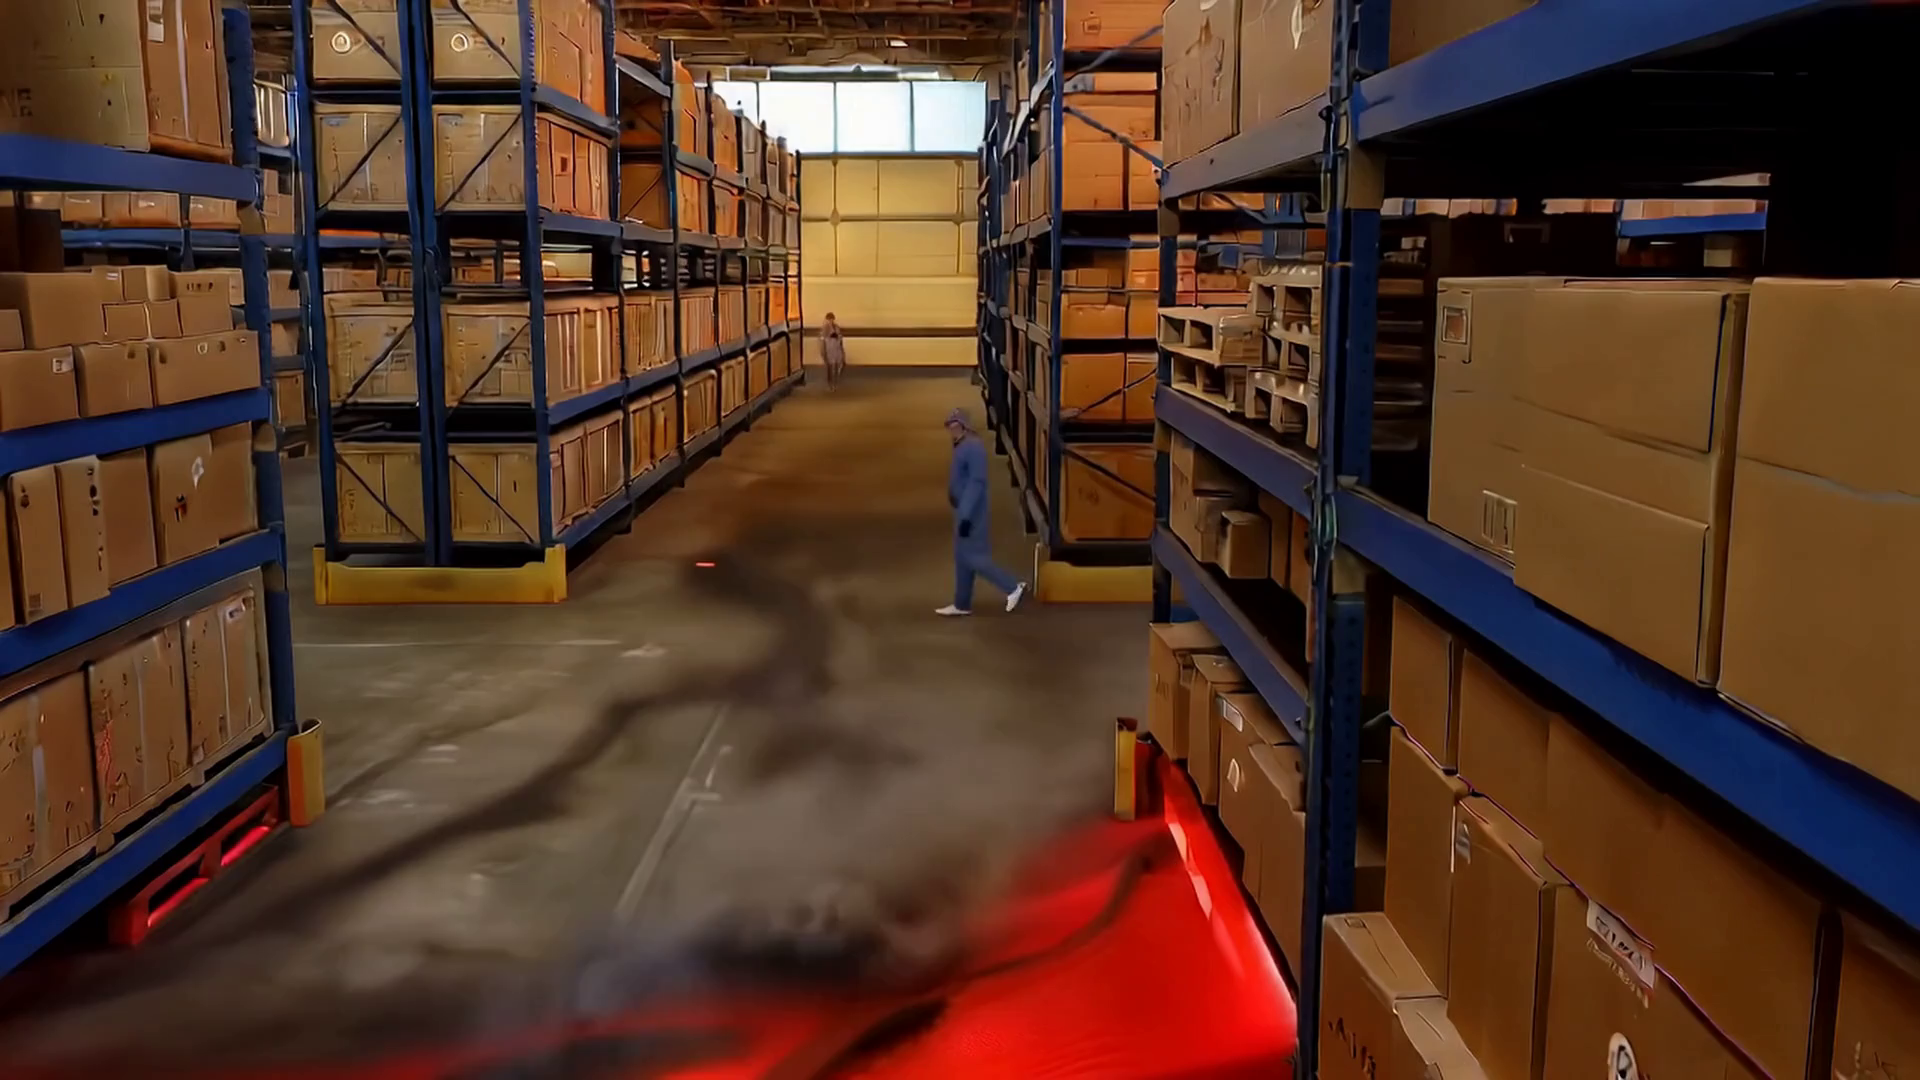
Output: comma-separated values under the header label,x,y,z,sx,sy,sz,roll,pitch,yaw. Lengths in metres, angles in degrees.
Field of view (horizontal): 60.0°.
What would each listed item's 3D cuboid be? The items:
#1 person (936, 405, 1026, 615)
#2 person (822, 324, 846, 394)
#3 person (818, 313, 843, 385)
label,x,y,z,sx,sy,sz,roll,pitch,yaw
person,0.183,-0.241,14.482,0.722,1.866,0.658,1,9,7
person,-3.066,-4.418,40.534,0.582,1.702,0.895,-1,9,-5
person,-3.353,-4.949,43.273,0.645,1.886,1.030,-4,10,-23
